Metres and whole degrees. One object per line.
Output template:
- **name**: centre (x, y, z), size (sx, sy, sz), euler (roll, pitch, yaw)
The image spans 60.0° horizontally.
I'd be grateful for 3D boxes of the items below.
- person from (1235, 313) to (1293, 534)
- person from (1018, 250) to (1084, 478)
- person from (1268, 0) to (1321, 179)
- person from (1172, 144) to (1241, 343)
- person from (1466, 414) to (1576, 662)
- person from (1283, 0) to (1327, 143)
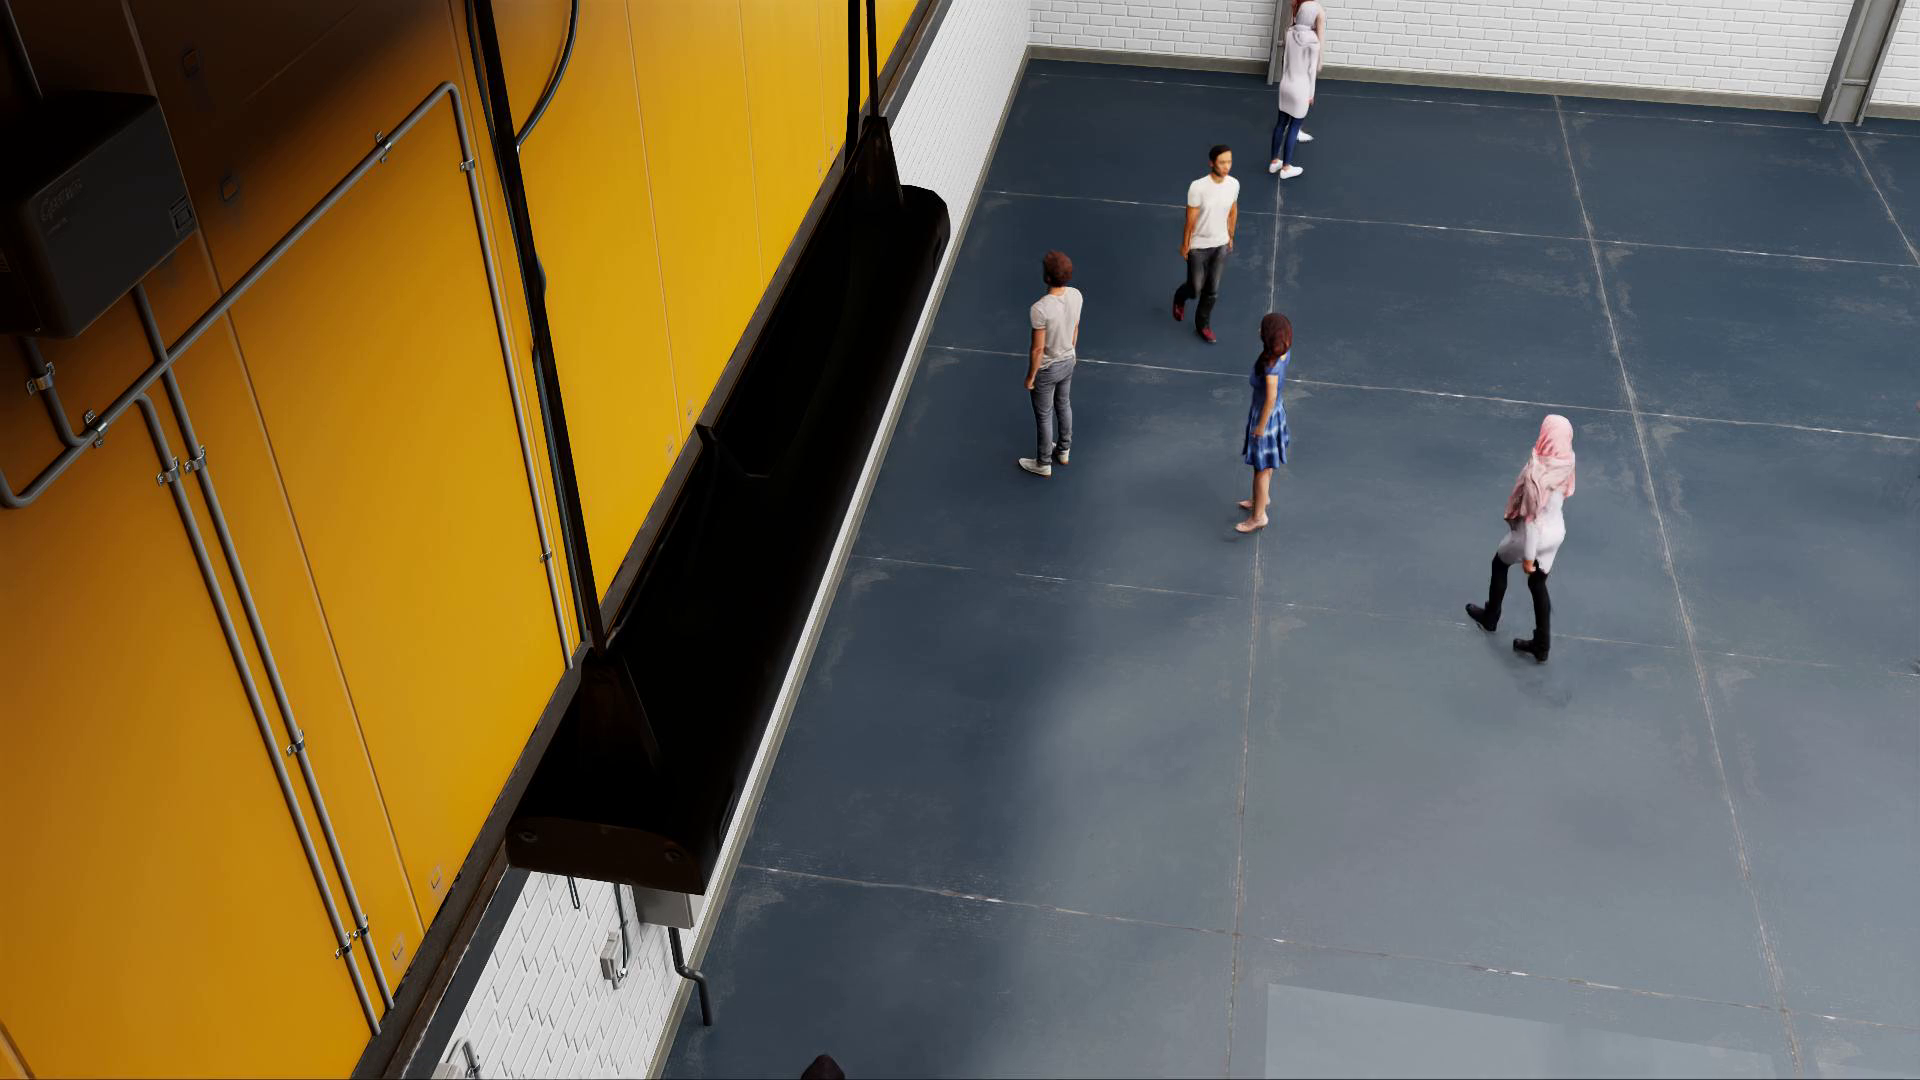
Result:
- **person**: centre (2.198, -0.848, 12.051), size (0.588, 1.805, 0.680), euler (9, 40, 12)
- **person**: centre (0.701, -1.336, 12.586), size (0.739, 1.900, 0.762), euler (-31, 48, -33)
- **person**: centre (3.349, -4.502, 16.655), size (0.756, 1.771, 0.702), euler (-22, 44, -25)
- **person**: centre (2.071, -2.567, 14.213), size (0.867, 1.796, 0.912), euler (-14, 41, -17)
- **person**: centre (3.855, 0.046, 10.965), size (0.962, 1.764, 1.019), euler (-29, 47, -31)
- **person**: centre (3.545, -5.064, 17.380), size (0.730, 1.745, 0.814), euler (27, 46, 30)
